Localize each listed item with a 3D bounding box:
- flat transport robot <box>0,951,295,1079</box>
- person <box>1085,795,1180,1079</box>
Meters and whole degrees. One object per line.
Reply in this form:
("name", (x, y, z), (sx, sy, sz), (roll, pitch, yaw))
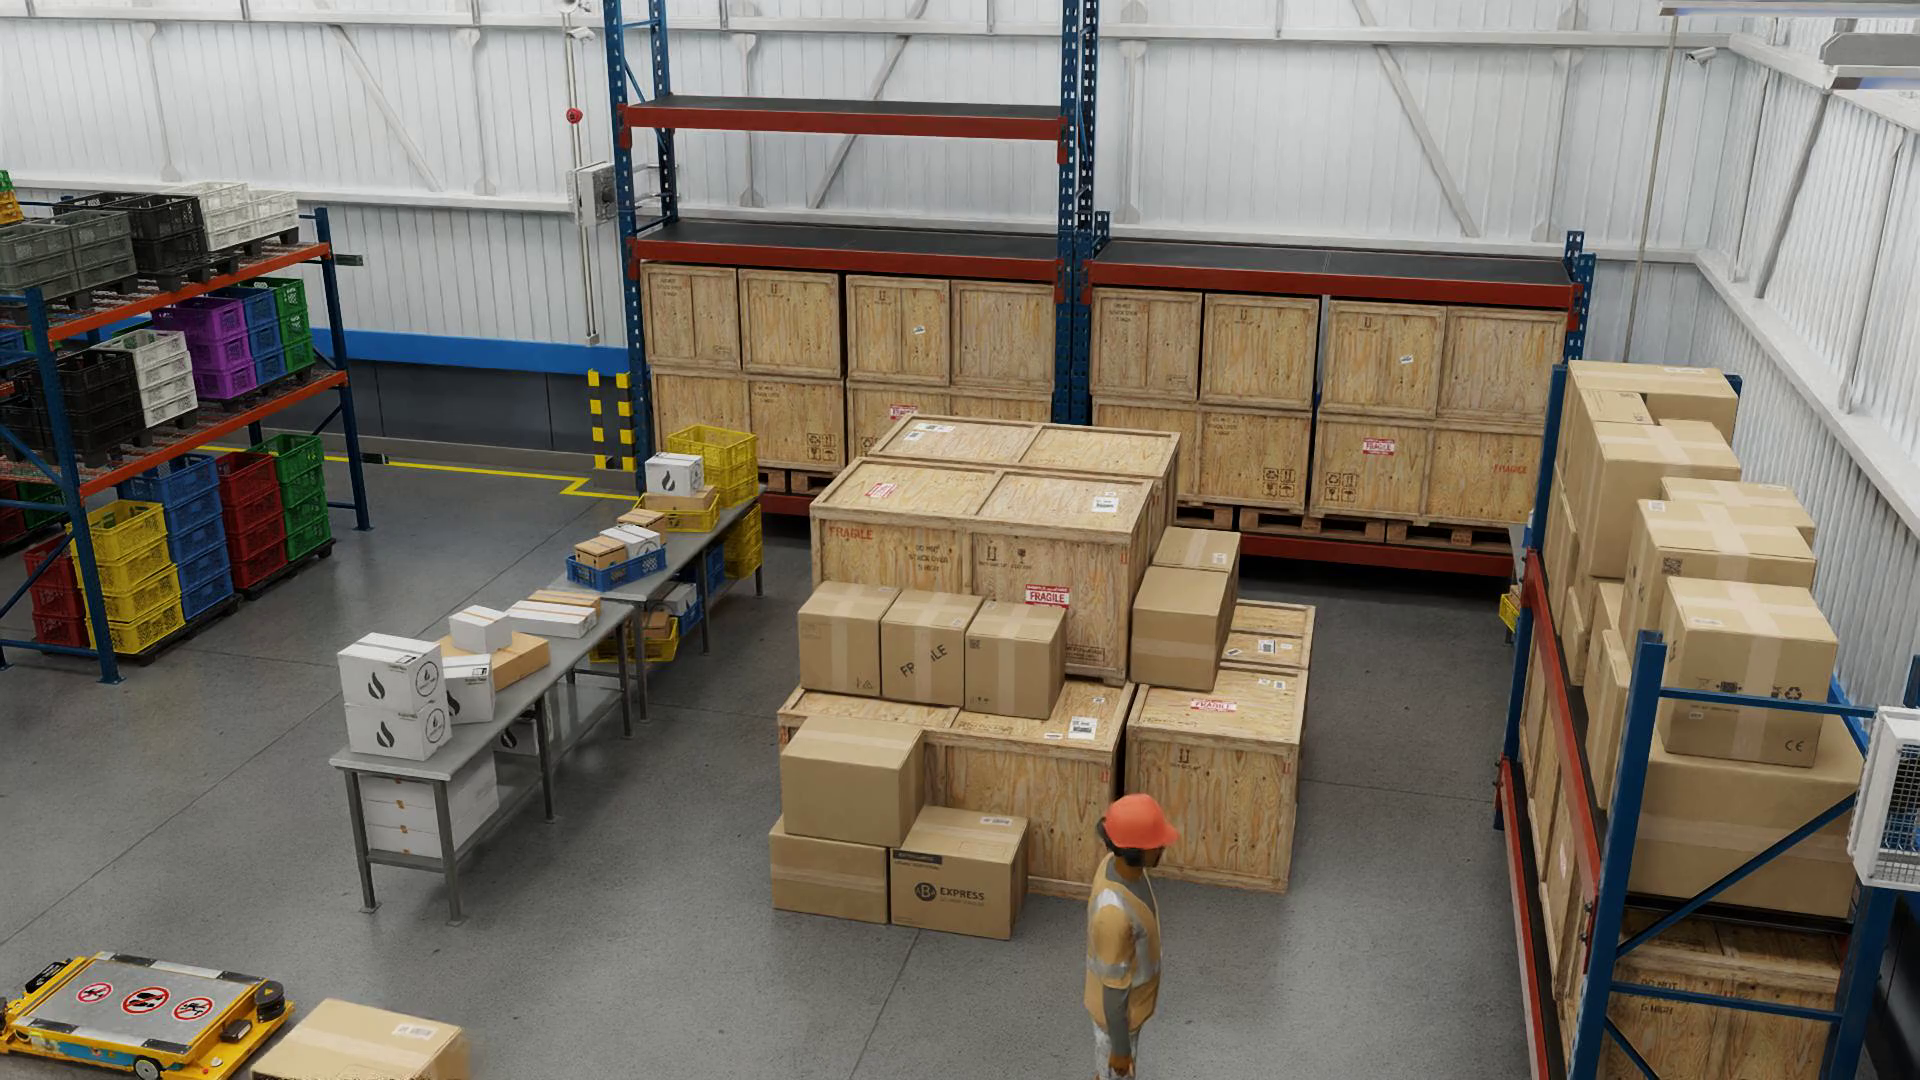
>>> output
("flat transport robot", (-4.270, 2.464, 8.601), (1.431, 0.231, 0.659), (5, 22, 13))
("person", (0.736, 2.023, 7.272), (0.373, 2.042, 0.613), (3, 21, 9))
